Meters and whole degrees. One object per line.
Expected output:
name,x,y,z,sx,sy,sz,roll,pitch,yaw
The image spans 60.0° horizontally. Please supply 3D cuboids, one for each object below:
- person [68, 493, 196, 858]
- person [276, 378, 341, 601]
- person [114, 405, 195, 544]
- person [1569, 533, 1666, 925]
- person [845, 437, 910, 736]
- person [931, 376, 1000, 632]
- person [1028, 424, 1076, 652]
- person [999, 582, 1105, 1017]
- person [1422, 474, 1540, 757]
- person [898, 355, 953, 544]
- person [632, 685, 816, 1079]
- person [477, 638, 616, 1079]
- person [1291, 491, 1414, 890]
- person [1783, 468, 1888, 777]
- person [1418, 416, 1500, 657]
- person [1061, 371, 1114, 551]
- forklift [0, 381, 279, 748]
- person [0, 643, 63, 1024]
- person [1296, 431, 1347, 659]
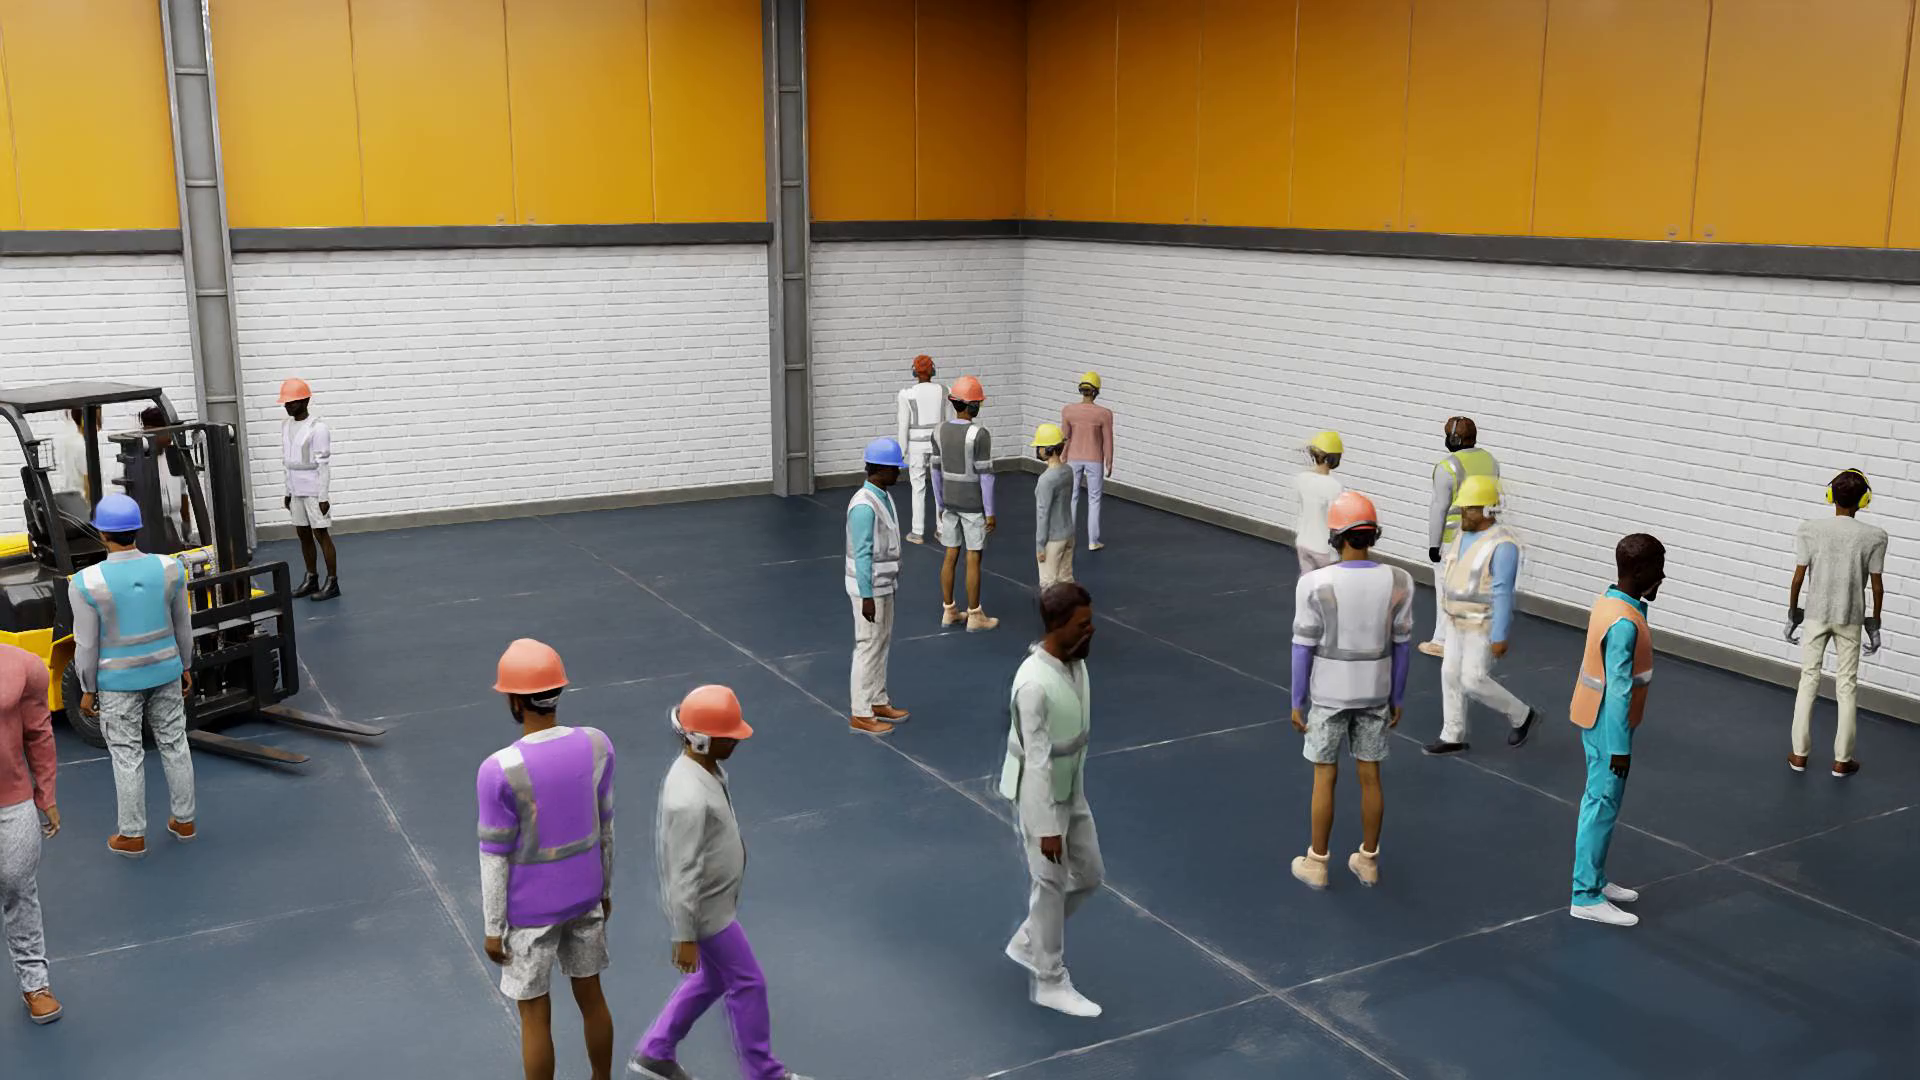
person,-4.368,0.716,8.826,0.391,1.948,0.605,10,16,39
person,-5.614,-0.430,14.257,0.540,1.930,0.387,8,14,32
person,-6.102,-0.067,12.530,0.637,1.934,0.638,6,14,27
person,3.157,0.900,8.057,0.397,1.911,0.587,4,13,18
person,-0.542,0.297,10.820,0.418,1.937,0.612,3,12,12
person,0.051,-0.286,13.296,0.605,2.045,0.378,10,16,40
person,0.697,-0.012,12.694,0.339,1.761,0.531,7,14,28
person,0.398,1.105,7.107,0.434,1.908,0.612,6,13,26
person,3.237,0.479,10.265,0.603,1.806,0.596,-2,12,-12
person,-0.342,-0.901,16.558,0.575,1.883,0.362,-4,13,-18
person,-0.935,1.364,6.386,0.710,1.698,0.602,-1,12,-7
person,-1.519,1.305,6.112,0.388,1.930,0.545,12,17,43
person,1.950,0.764,8.402,0.606,2.035,0.403,-1,12,-6
person,5.277,0.494,10.049,0.526,1.869,0.315,8,14,32
person,3.760,-0.023,12.566,0.624,1.837,0.429,-7,14,-30
person,1.241,-0.767,16.237,0.532,1.757,0.336,4,13,17
forklift,-5.853,0.085,11.199,2.313,2.155,1.214,7,14,28
person,-4.093,1.122,6.944,0.631,1.940,0.372,-9,15,-37
person,2.701,0.054,12.388,0.357,1.754,0.533,-6,14,-27
